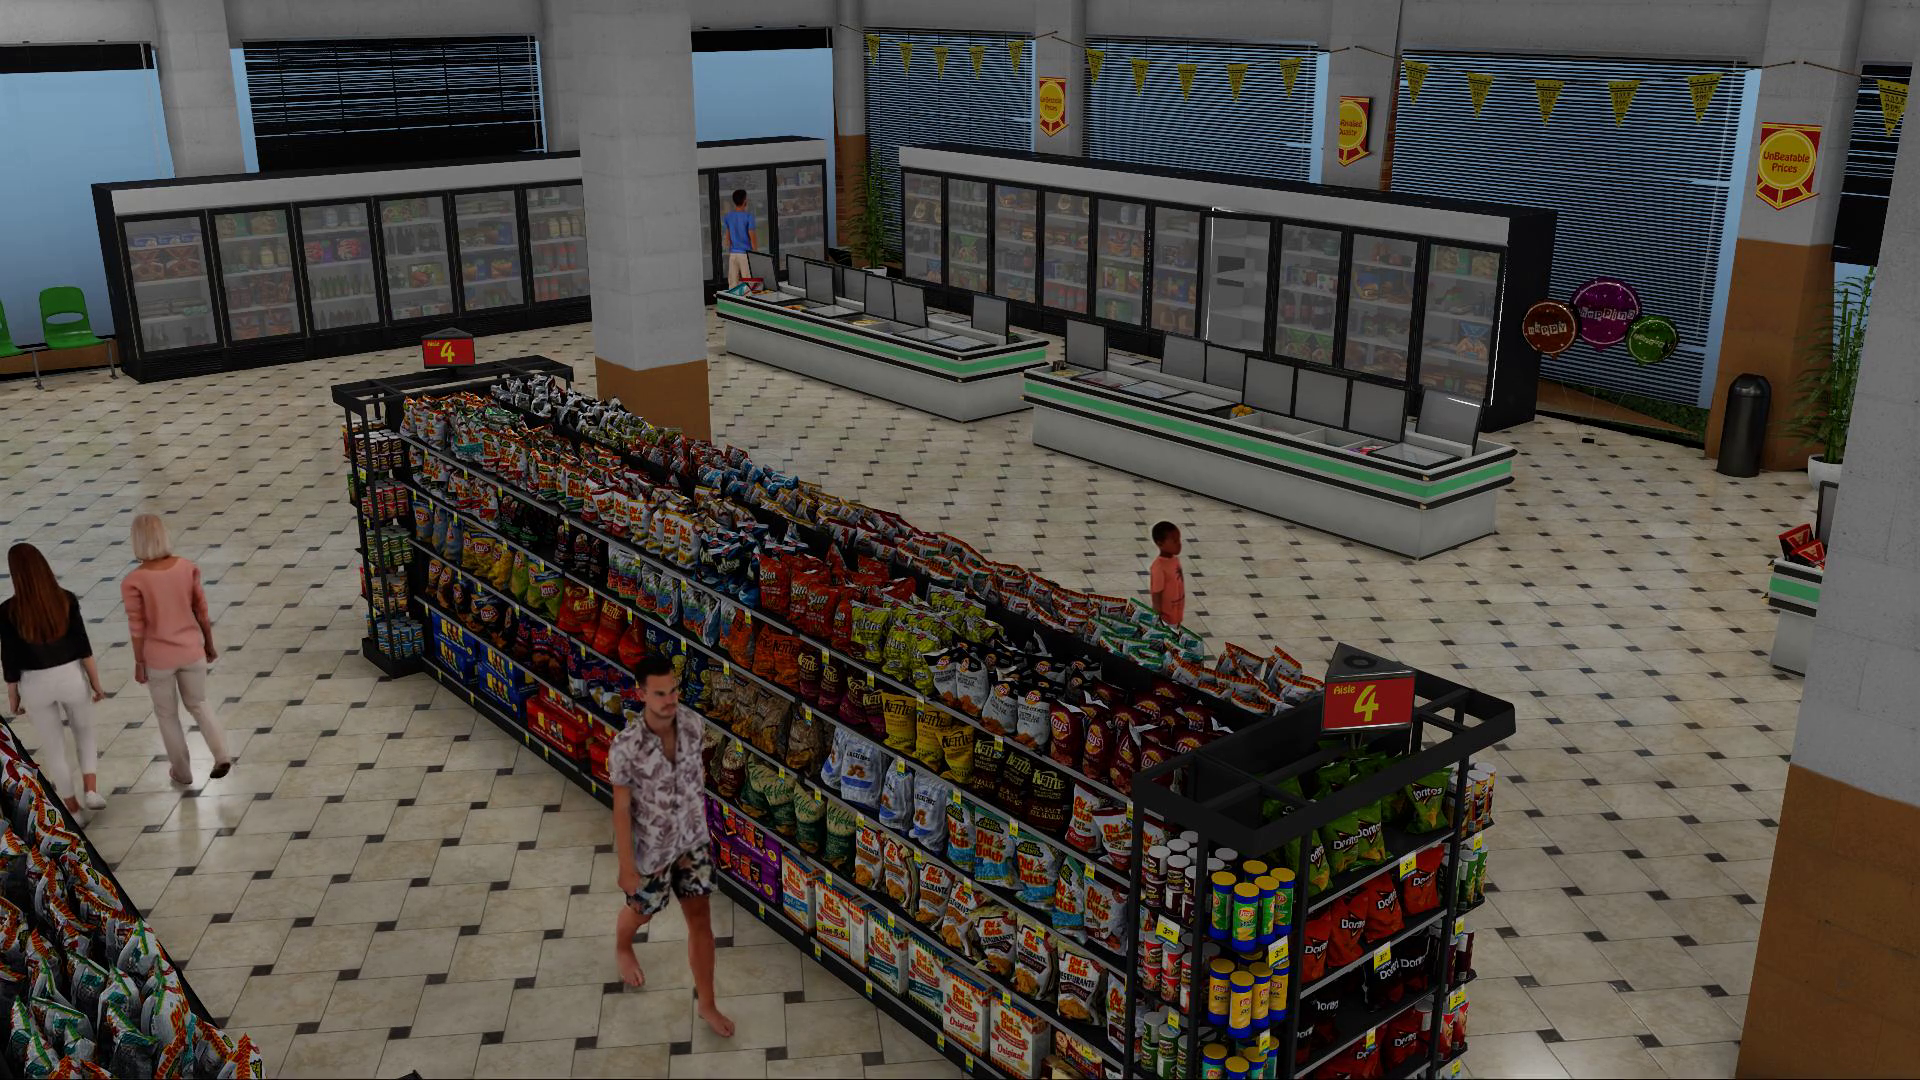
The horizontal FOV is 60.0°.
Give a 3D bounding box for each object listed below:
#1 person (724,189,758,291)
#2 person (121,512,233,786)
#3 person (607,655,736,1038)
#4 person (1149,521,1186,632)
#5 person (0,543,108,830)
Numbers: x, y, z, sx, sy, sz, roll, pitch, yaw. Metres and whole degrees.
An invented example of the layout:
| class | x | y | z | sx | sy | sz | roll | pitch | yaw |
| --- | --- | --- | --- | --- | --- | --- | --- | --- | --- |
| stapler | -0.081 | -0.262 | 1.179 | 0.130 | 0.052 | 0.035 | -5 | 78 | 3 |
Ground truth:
| class | x | y | z | sx | sy | sz | roll | pitch | yaw |
| --- | --- | --- | --- | --- | --- | --- | --- | --- | --- |
| person | -3.064 | -3.984 | 23.379 | 0.678 | 1.864 | 0.798 | 7 | 20 | 20 |
| person | -4.586 | 0.689 | 9.765 | 0.897 | 1.706 | 0.707 | 13 | 23 | 34 |
| person | -1.421 | 1.348 | 7.681 | 0.681 | 1.790 | 1.115 | -14 | 23 | -35 |
| person | 1.341 | 0.496 | 10.961 | 0.553 | 1.309 | 0.554 | 10 | 21 | 28 |
| person | -5.055 | 0.850 | 9.310 | 0.658 | 1.693 | 0.640 | -12 | 22 | -31 |
